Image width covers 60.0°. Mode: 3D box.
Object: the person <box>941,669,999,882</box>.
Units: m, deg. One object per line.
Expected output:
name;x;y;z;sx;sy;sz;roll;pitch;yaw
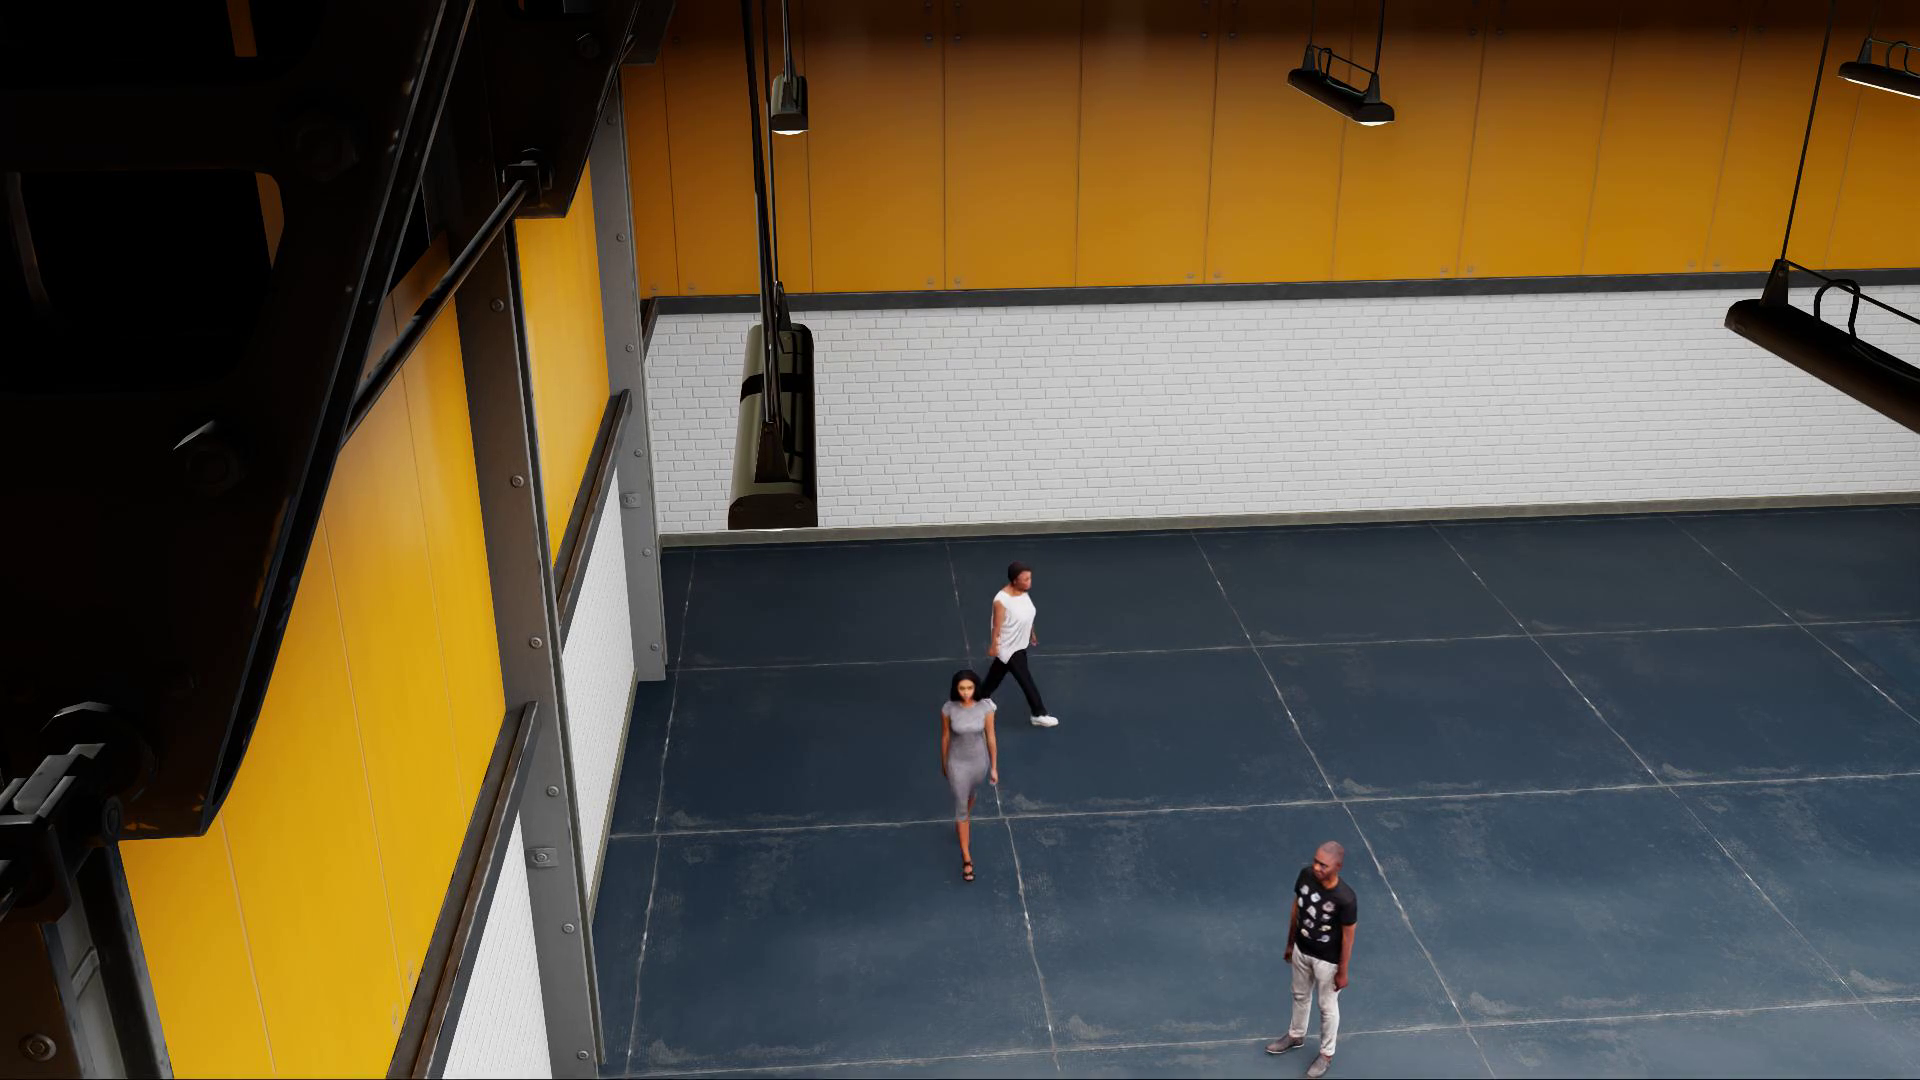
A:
person;0.057;1.840;13.685;0.617;1.728;1.108;-3;24;-7

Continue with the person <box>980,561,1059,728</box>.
person;0.433;0.967;15.790;1.102;1.641;1.194;11;26;23

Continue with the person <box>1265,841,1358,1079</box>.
person;2.462;2.819;11.349;0.824;1.805;0.728;-17;29;-34
